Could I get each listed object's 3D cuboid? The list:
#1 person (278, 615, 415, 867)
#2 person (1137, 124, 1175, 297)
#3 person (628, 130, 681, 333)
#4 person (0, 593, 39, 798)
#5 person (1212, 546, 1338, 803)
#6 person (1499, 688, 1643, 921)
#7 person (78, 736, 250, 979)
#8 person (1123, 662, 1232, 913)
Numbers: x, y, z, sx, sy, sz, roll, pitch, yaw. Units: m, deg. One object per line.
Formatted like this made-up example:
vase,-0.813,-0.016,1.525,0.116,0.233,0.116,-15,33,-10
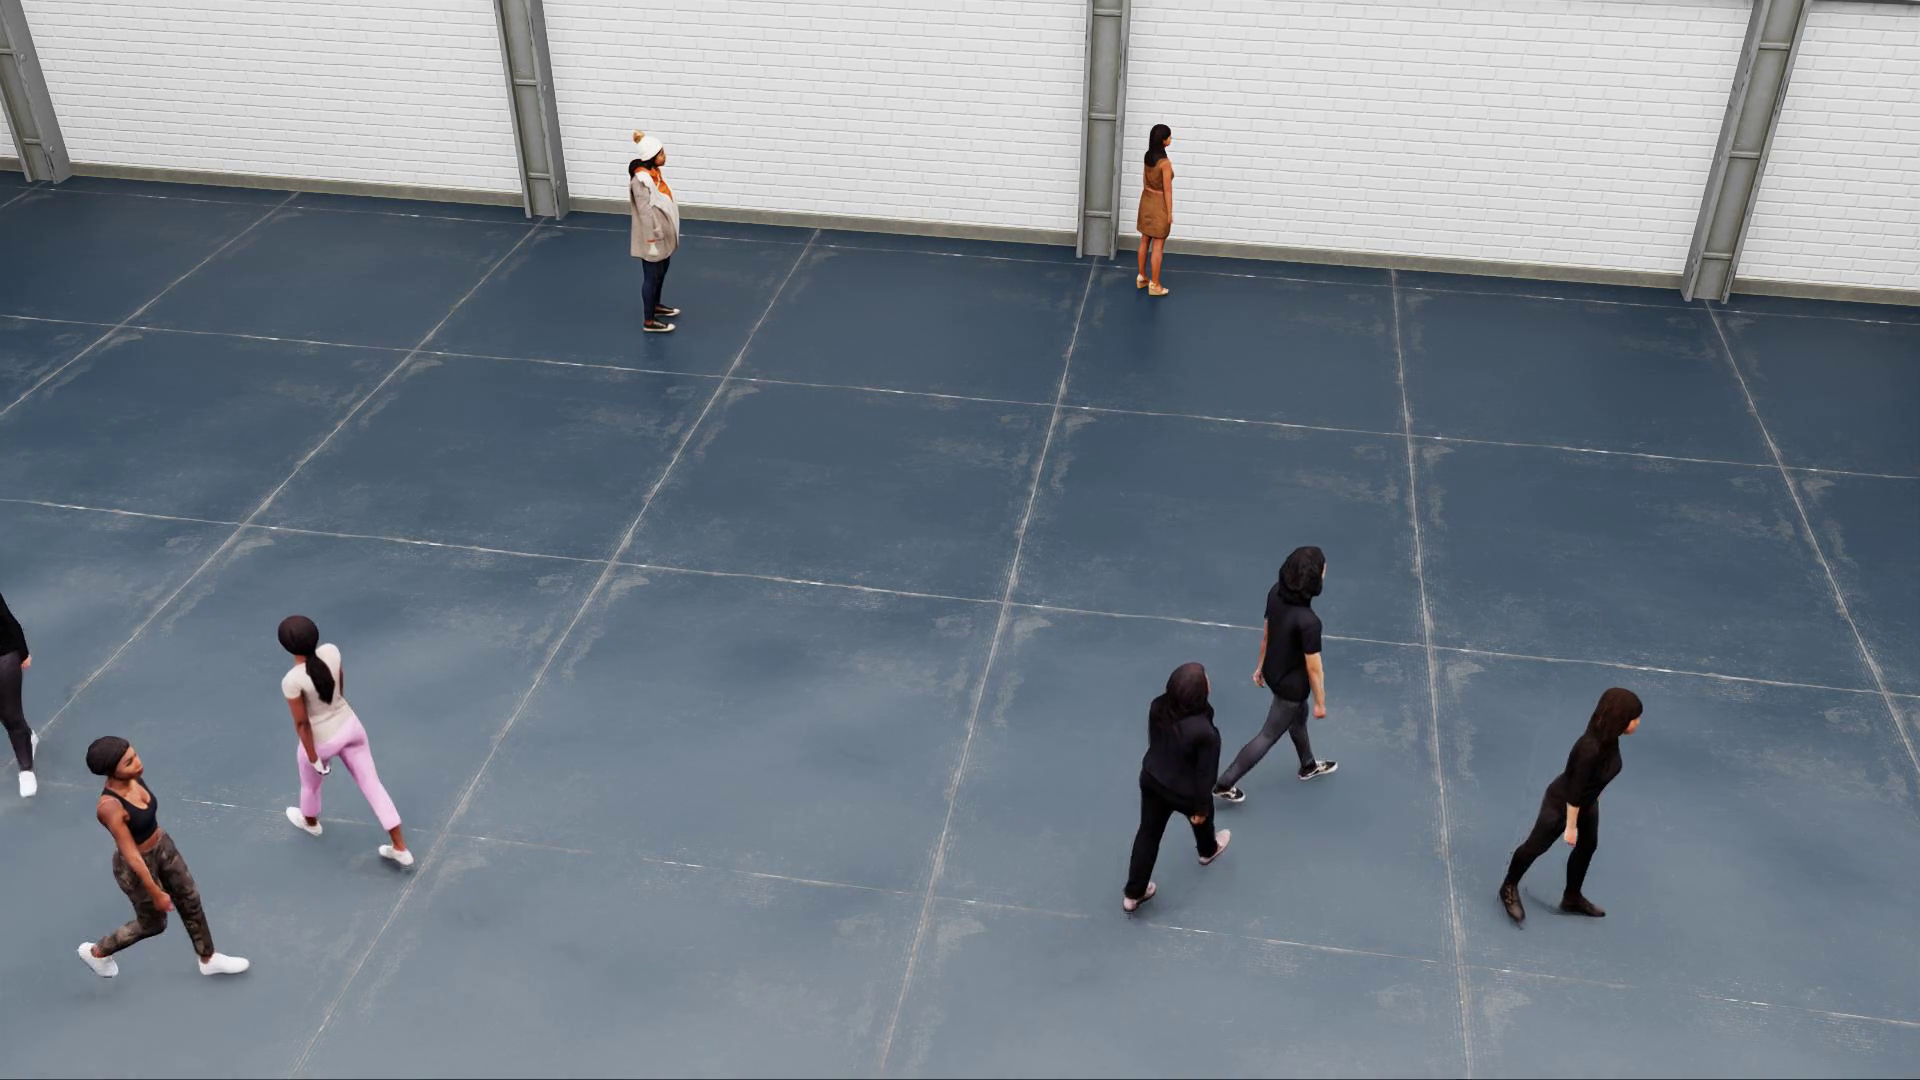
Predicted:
person,-3.498,1.175,9.471,1.220,1.692,0.881,19,38,26
person,1.886,-3.186,16.034,0.686,1.690,0.646,-17,37,-23
person,-2.851,-2.866,15.371,0.691,1.891,0.703,2,34,3
person,-5.955,0.697,10.218,0.971,1.661,0.930,-9,35,-13
person,1.867,0.844,9.876,1.259,1.796,1.030,-10,35,-15
person,3.304,1.440,9.144,0.790,1.613,0.878,-25,41,-32
person,-4.322,1.721,8.667,1.082,1.673,0.710,-2,34,-2
person,1.146,1.409,9.227,1.140,1.572,1.106,28,43,36
